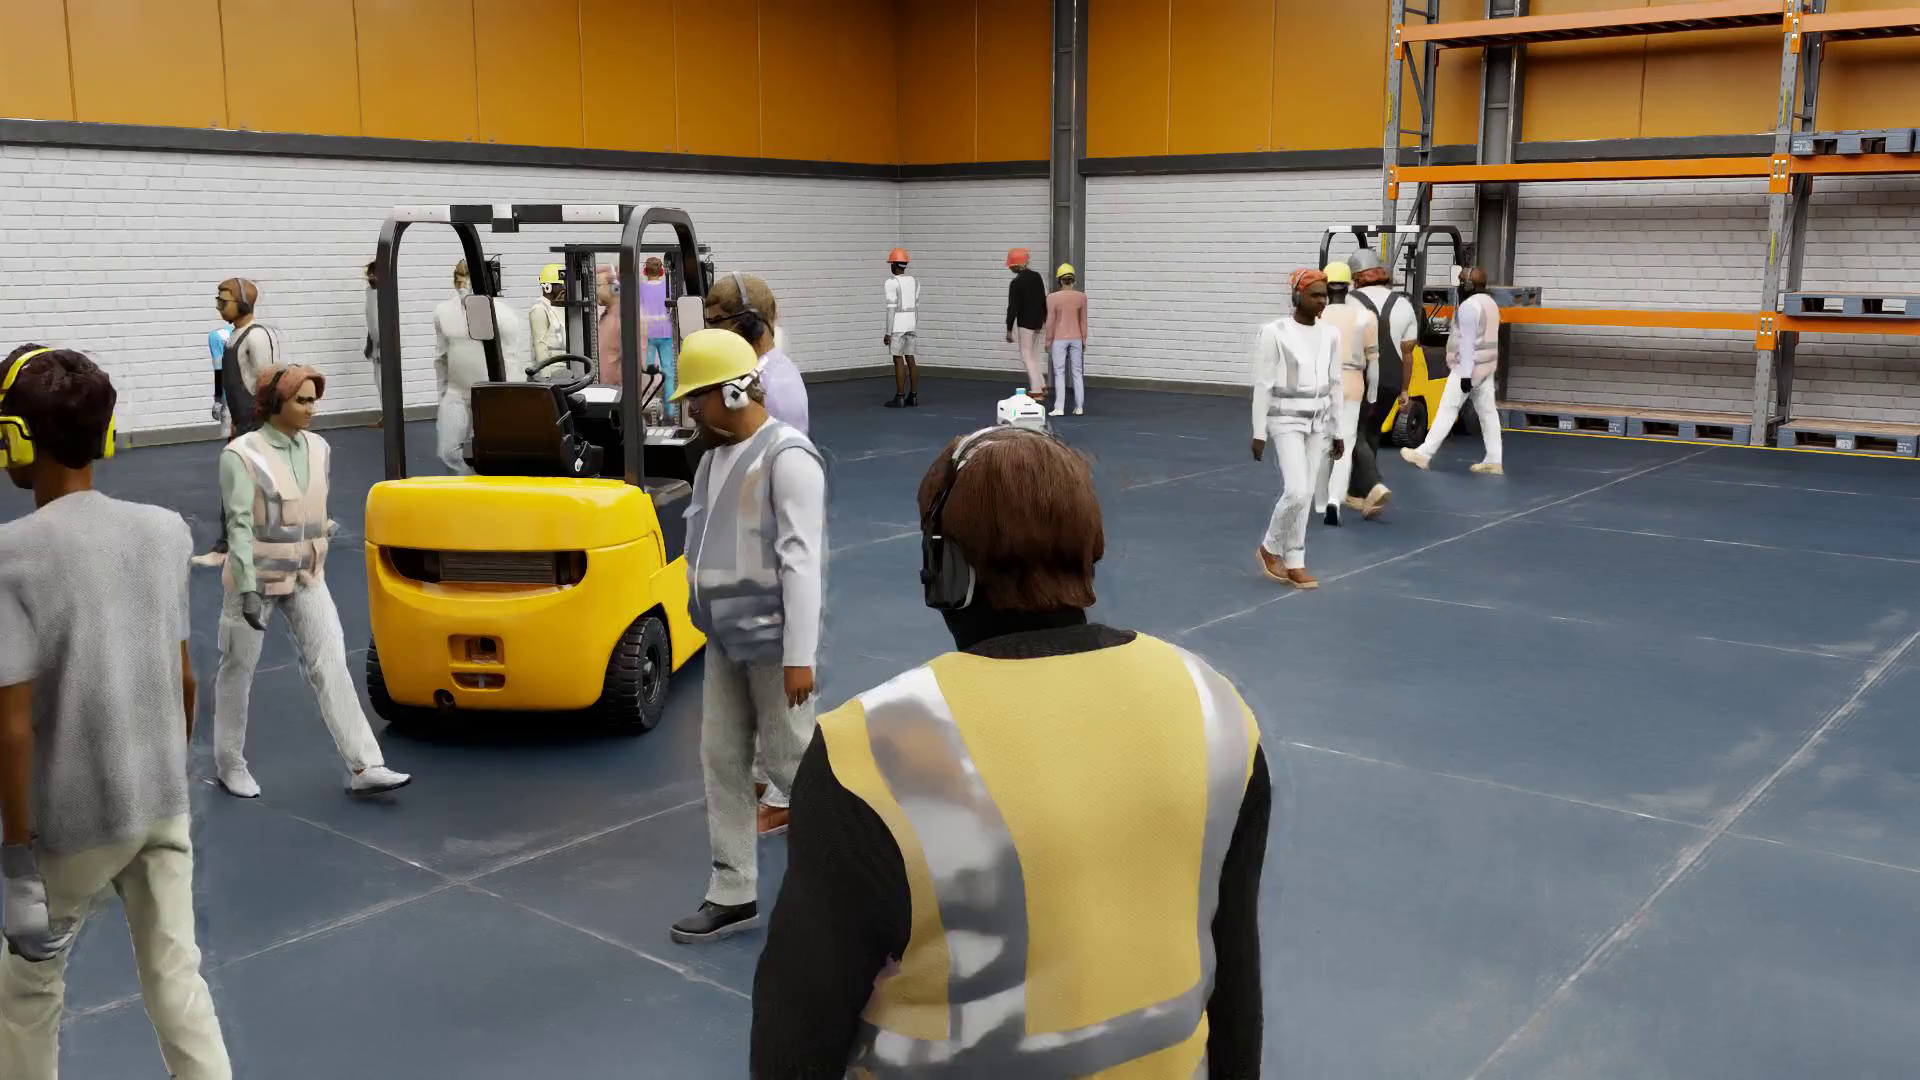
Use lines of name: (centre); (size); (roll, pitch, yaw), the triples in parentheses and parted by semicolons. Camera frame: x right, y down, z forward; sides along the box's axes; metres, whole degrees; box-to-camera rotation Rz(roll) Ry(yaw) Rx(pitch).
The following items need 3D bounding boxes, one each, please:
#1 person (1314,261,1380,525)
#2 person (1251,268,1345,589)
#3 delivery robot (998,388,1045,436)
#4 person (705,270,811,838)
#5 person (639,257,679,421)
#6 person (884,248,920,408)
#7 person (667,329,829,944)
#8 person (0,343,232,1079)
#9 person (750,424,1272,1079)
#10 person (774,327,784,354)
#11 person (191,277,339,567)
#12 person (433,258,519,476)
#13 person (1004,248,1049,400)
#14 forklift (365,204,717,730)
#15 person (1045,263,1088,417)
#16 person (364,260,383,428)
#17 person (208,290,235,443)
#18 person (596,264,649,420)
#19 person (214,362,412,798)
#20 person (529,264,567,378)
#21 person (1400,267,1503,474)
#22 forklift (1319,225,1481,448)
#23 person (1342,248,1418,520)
person: (2.713, -1.065, 12.051); (0.603, 1.894, 0.878); (4, 11, 21)
person: (1.992, -0.636, 9.680); (0.606, 1.870, 0.410); (-6, 12, -32)
delivery robot: (0.607, -1.267, 16.580); (0.477, 0.478, 0.707); (-2, 11, -12)
person: (-0.689, 0.052, 5.709); (0.370, 1.934, 0.627); (-3, 11, -16)
person: (-3.421, -2.254, 18.728); (0.571, 1.845, 0.382); (-3, 11, -17)
person: (-0.733, -2.578, 20.268); (0.375, 1.939, 0.546); (9, 14, 41)
person: (-0.534, 0.267, 4.933); (0.733, 1.784, 0.625); (-8, 13, -39)
person: (-1.760, 0.544, 3.276); (0.891, 1.820, 0.541); (5, 11, 25)
person: (0.029, 0.762, 2.118); (0.622, 1.817, 0.649); (-7, 13, -35)
person: (-1.633, -1.227, 13.762); (0.497, 1.585, 0.877); (7, 12, 34)
person: (-4.436, -0.760, 10.558); (0.905, 1.816, 0.518); (-7, 13, -36)
person: (-3.272, -0.937, 11.232); (0.655, 1.913, 0.437); (3, 11, 14)
person: (0.855, -2.730, 21.123); (0.454, 1.932, 0.696); (7, 12, 34)
forklift: (-1.766, -0.406, 7.525); (1.214, 2.155, 2.313); (1, 10, 7)
person: (1.223, -2.306, 19.242); (0.533, 1.767, 0.326); (-4, 11, -21)
person: (-6.204, -2.083, 17.835); (0.360, 1.837, 0.591); (-10, 14, -43)
person: (-5.374, -1.048, 12.449); (0.317, 1.698, 0.540); (5, 11, 24)
person: (-2.376, -1.031, 11.895); (0.921, 1.876, 0.654); (-5, 11, -27)
person: (-2.402, 0.172, 5.964); (0.871, 1.591, 0.555); (5, 11, 26)
person: (-3.645, -1.562, 14.966); (0.403, 1.825, 0.591); (1, 10, 6)
person: (4.407, -1.491, 14.642); (0.952, 1.792, 0.648); (9, 14, 41)
forklift: (4.449, -2.115, 16.993); (1.214, 2.155, 2.313); (8, 13, 38)
person: (3.027, -1.189, 12.289); (0.686, 2.000, 0.955); (-2, 10, -11)
